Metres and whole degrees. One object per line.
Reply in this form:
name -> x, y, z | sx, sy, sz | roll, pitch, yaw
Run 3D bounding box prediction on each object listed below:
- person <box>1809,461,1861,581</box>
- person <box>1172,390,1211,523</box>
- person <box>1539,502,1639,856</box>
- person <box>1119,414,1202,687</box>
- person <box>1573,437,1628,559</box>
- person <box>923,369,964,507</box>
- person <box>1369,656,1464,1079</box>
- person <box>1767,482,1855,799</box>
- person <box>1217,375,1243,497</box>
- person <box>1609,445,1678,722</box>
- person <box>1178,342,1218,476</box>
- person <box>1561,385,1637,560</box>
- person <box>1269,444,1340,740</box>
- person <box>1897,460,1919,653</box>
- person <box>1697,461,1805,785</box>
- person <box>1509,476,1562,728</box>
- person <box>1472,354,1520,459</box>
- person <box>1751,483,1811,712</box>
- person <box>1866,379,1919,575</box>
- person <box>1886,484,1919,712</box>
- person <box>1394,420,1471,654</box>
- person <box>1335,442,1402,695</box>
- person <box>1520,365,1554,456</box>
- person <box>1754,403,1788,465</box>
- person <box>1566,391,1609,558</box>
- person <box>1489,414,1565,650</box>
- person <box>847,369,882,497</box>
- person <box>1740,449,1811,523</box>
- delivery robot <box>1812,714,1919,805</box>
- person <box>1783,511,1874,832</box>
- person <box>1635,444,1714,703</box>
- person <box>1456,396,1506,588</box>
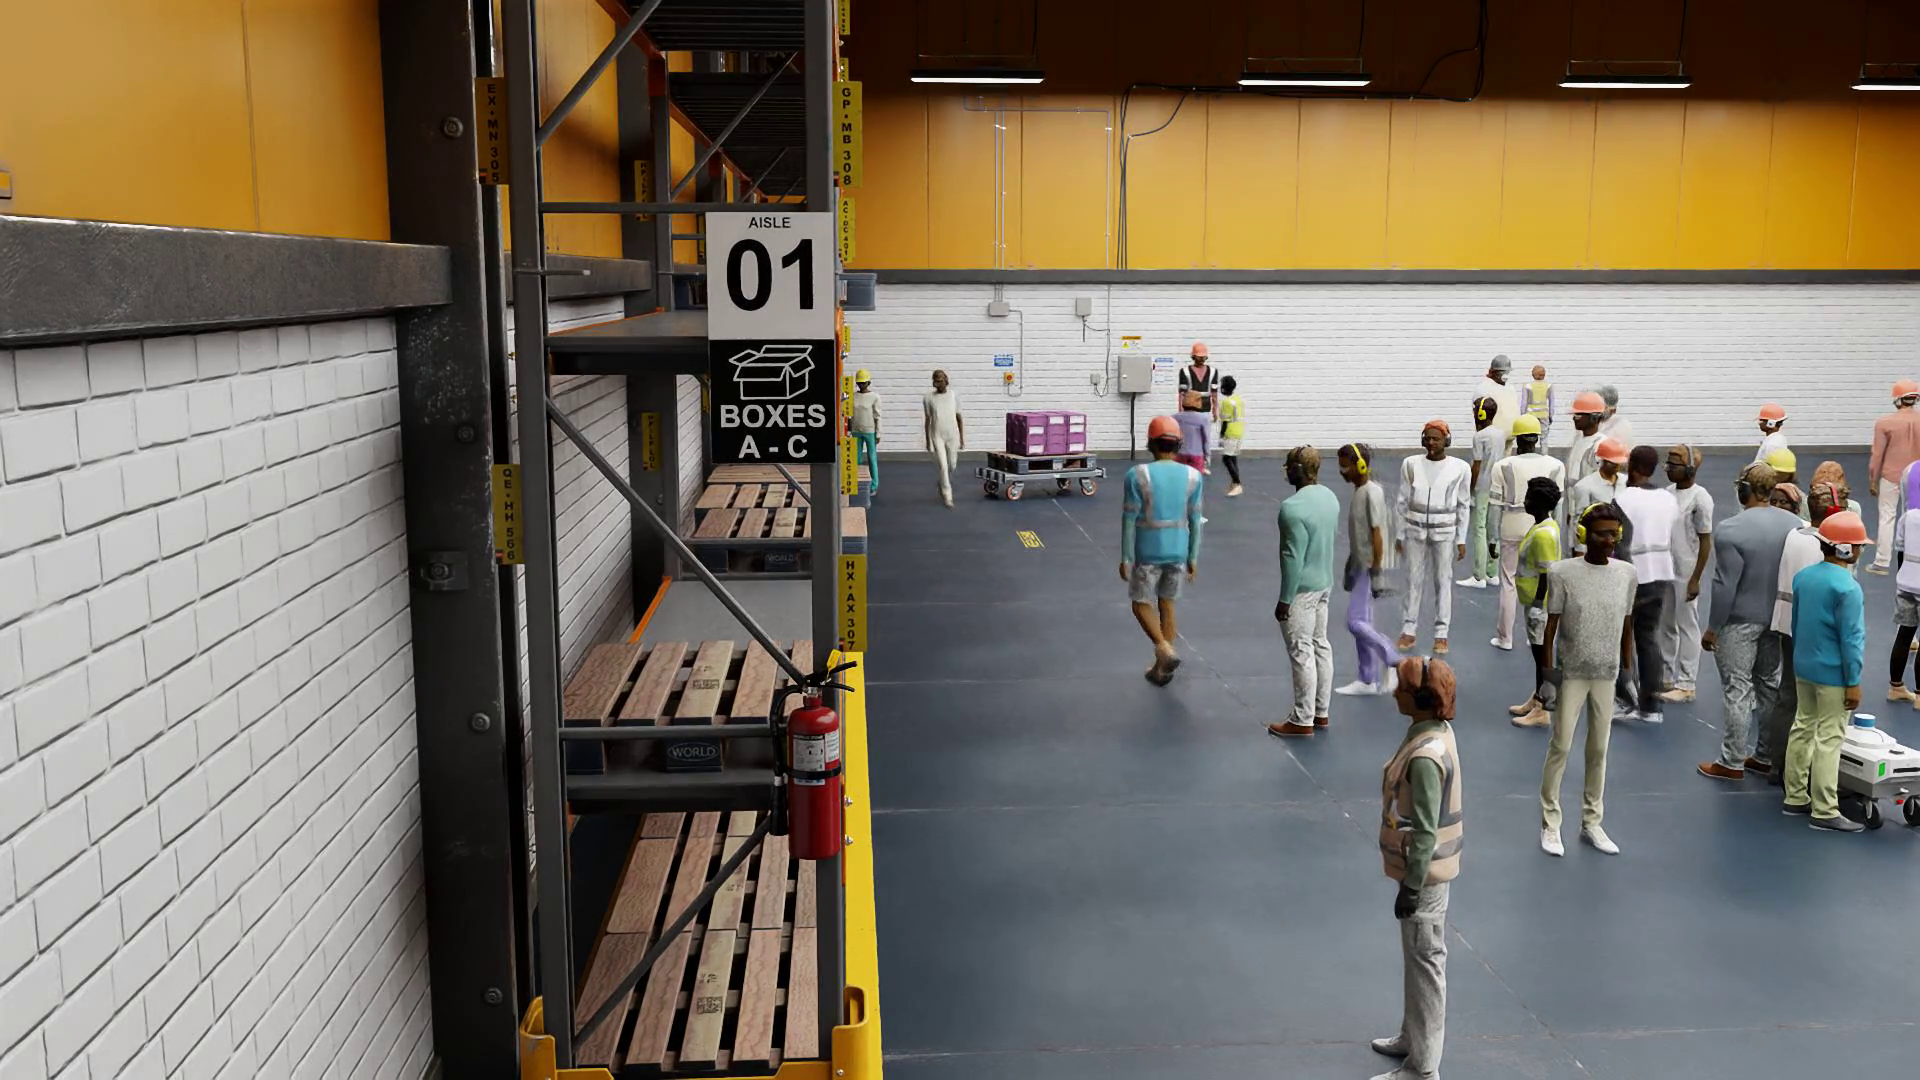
person -> 6.561, 0.213, 12.653 | 0.498, 1.633, 0.285 | 7, 11, 36
person -> 2.829, -1.017, 20.376 | 0.508, 1.632, 0.270 | 5, 10, 27
person -> 3.298, 0.723, 8.705 | 0.520, 1.874, 0.328 | -1, 9, -3
person -> 1.489, 0.102, 12.118 | 0.621, 2.026, 0.607 | -3, 9, -17
person -> 5.219, 0.034, 13.451 | 0.574, 1.738, 0.354 | -3, 10, -21
person -> -0.236, -1.361, 21.982 | 0.528, 1.811, 0.777 | -2, 9, -13
person -> 1.716, 1.235, 6.217 | 0.307, 1.641, 0.513 | 3, 9, 16
person -> 4.958, 0.579, 9.691 | 0.387, 1.846, 0.566 | -2, 9, -11
person -> 3.727, -1.422, 22.817 | 0.345, 1.683, 0.586 | 4, 10, 24
person -> 4.664, 0.309, 11.354 | 0.614, 1.853, 0.495 | -4, 10, -24
person -> 3.595, -1.964, 25.094 | 0.614, 2.034, 0.413 | -1, 9, -6
person -> 6.135, -0.557, 16.215 | 0.535, 2.000, 0.877 | -4, 10, -23
person -> 2.262, 0.337, 10.921 | 0.356, 1.938, 0.633 | 7, 11, 37
person -> 7.708, 0.036, 13.144 | 0.429, 1.836, 0.627 | -2, 9, -15
person -> 4.713, 0.494, 9.935 | 0.627, 1.941, 0.371 | -3, 10, -20
person -> 3.891, 0.414, 11.189 | 0.321, 1.697, 0.530 | 3, 10, 18
person -> 6.854, -1.344, 21.153 | 0.688, 2.000, 0.536 | -6, 11, -35
person -> 5.572, 0.419, 11.341 | 0.523, 1.638, 0.310 | 7, 12, 38
person -> 9.542, -0.632, 16.855 | 0.616, 1.987, 0.405 | 1, 9, 7
person -> 6.742, 0.349, 11.602 | 0.317, 1.695, 0.540 | -1, 9, -8
person -> 3.790, -0.028, 13.388 | 0.572, 1.883, 0.354 | 5, 10, 27
person -> 2.915, 0.221, 11.940 | 0.476, 1.842, 0.558 | 0, 9, 0
person -> 8.995, -1.906, 25.939 | 0.523, 1.638, 0.311 | 0, 9, 3
person -> 8.120, -0.498, 16.742 | 0.327, 1.752, 0.561 | 5, 10, 30
person -> 5.365, -0.256, 14.316 | 0.375, 2.044, 0.607 | 0, 9, 1
person -> 4.555, -0.054, 13.445 | 0.586, 1.918, 0.395 | 1, 9, 4
person -> -1.324, -1.470, 22.843 | 0.524, 1.761, 0.338 | 4, 10, 22
person -> 6.192, 0.168, 12.631 | 0.499, 1.725, 0.477 | 2, 9, 10
delivery robot -> 5.084, 1.226, 9.378 | 0.477, 0.478, 0.707 | -2, 9, -11
person -> 4.787, 0.712, 9.146 | 0.326, 1.752, 0.560 | -1, 9, -4
person -> 5.111, 0.236, 11.845 | 0.344, 1.847, 0.506 | -2, 9, -11
person -> 5.098, -0.461, 16.183 | 0.510, 1.862, 0.327 | -8, 12, -41
